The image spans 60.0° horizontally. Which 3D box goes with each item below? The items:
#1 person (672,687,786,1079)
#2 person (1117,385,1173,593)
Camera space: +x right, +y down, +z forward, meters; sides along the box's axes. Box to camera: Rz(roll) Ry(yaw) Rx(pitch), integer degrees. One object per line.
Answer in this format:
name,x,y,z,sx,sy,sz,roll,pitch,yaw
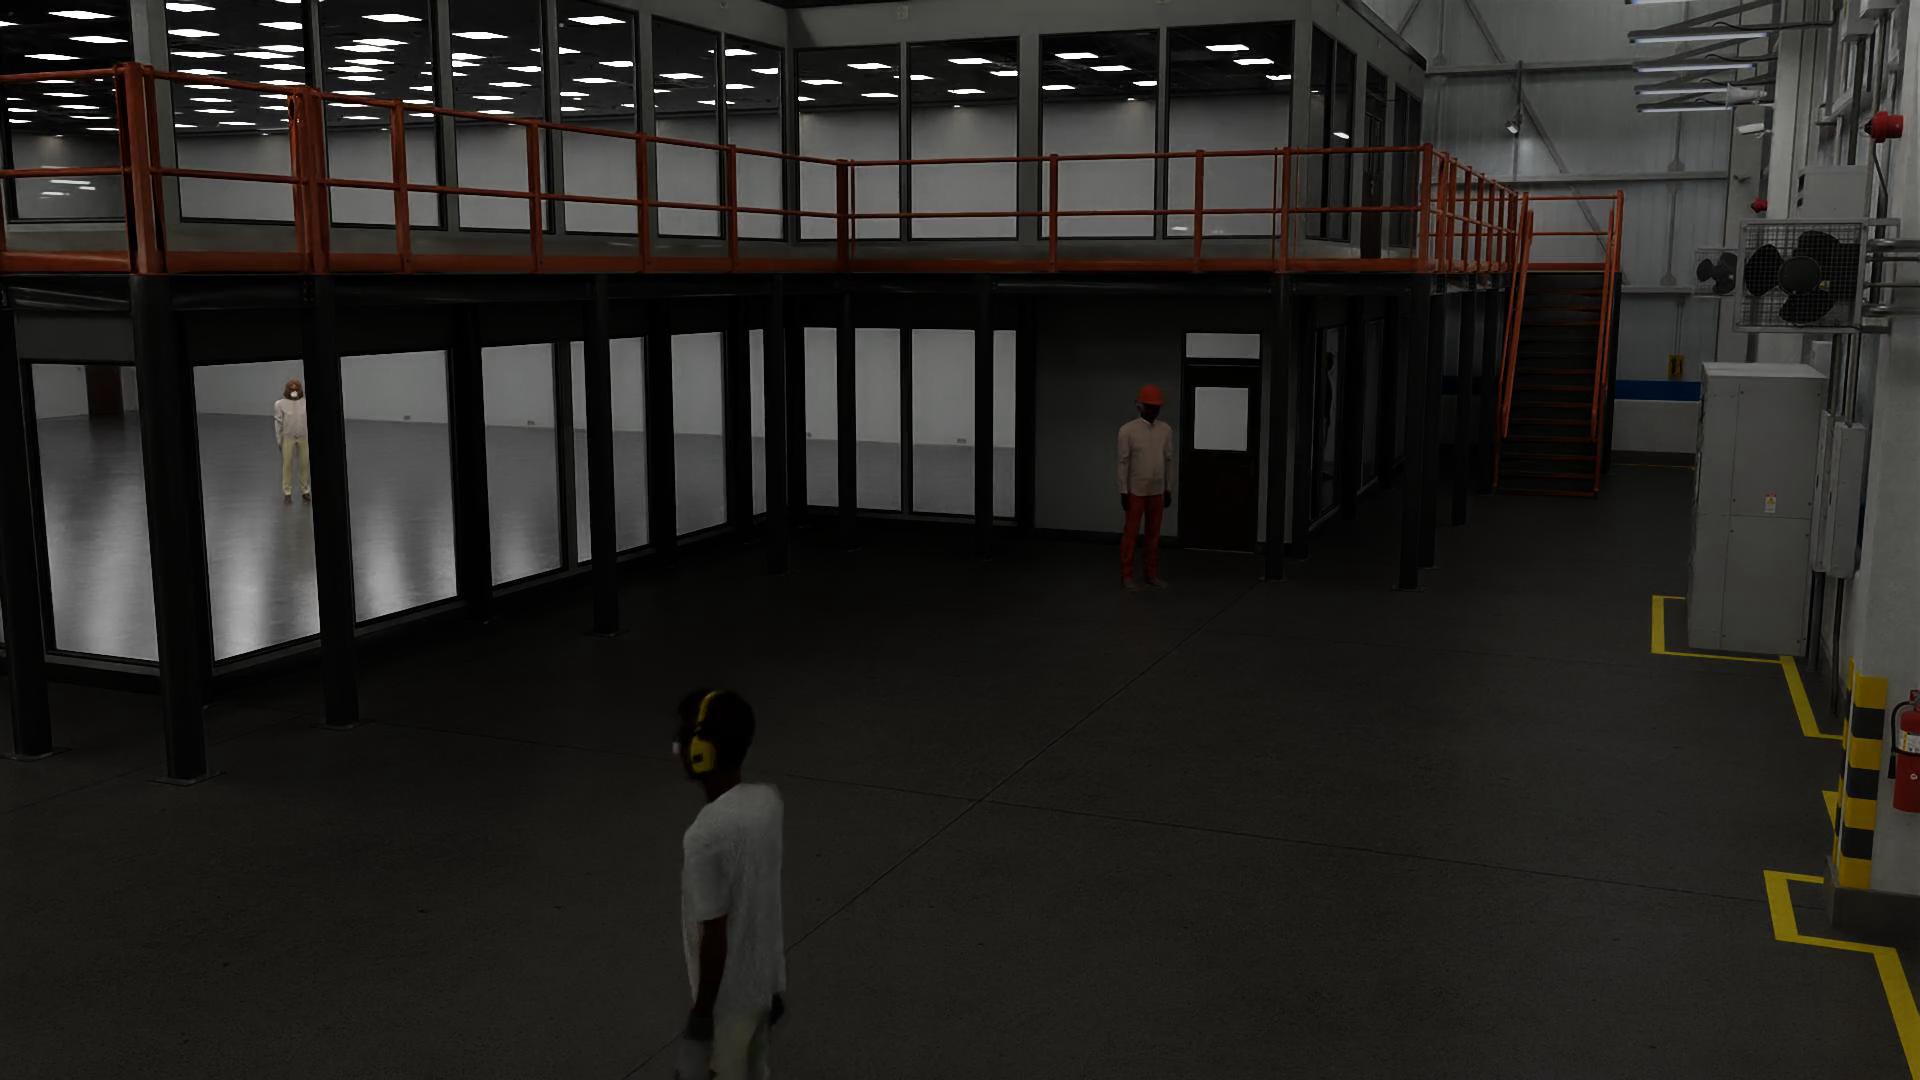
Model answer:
person,-0.683,1.347,4.904,0.342,1.864,0.539,3,10,16
person,1.770,-0.485,15.811,0.610,1.987,0.403,-5,10,-28
